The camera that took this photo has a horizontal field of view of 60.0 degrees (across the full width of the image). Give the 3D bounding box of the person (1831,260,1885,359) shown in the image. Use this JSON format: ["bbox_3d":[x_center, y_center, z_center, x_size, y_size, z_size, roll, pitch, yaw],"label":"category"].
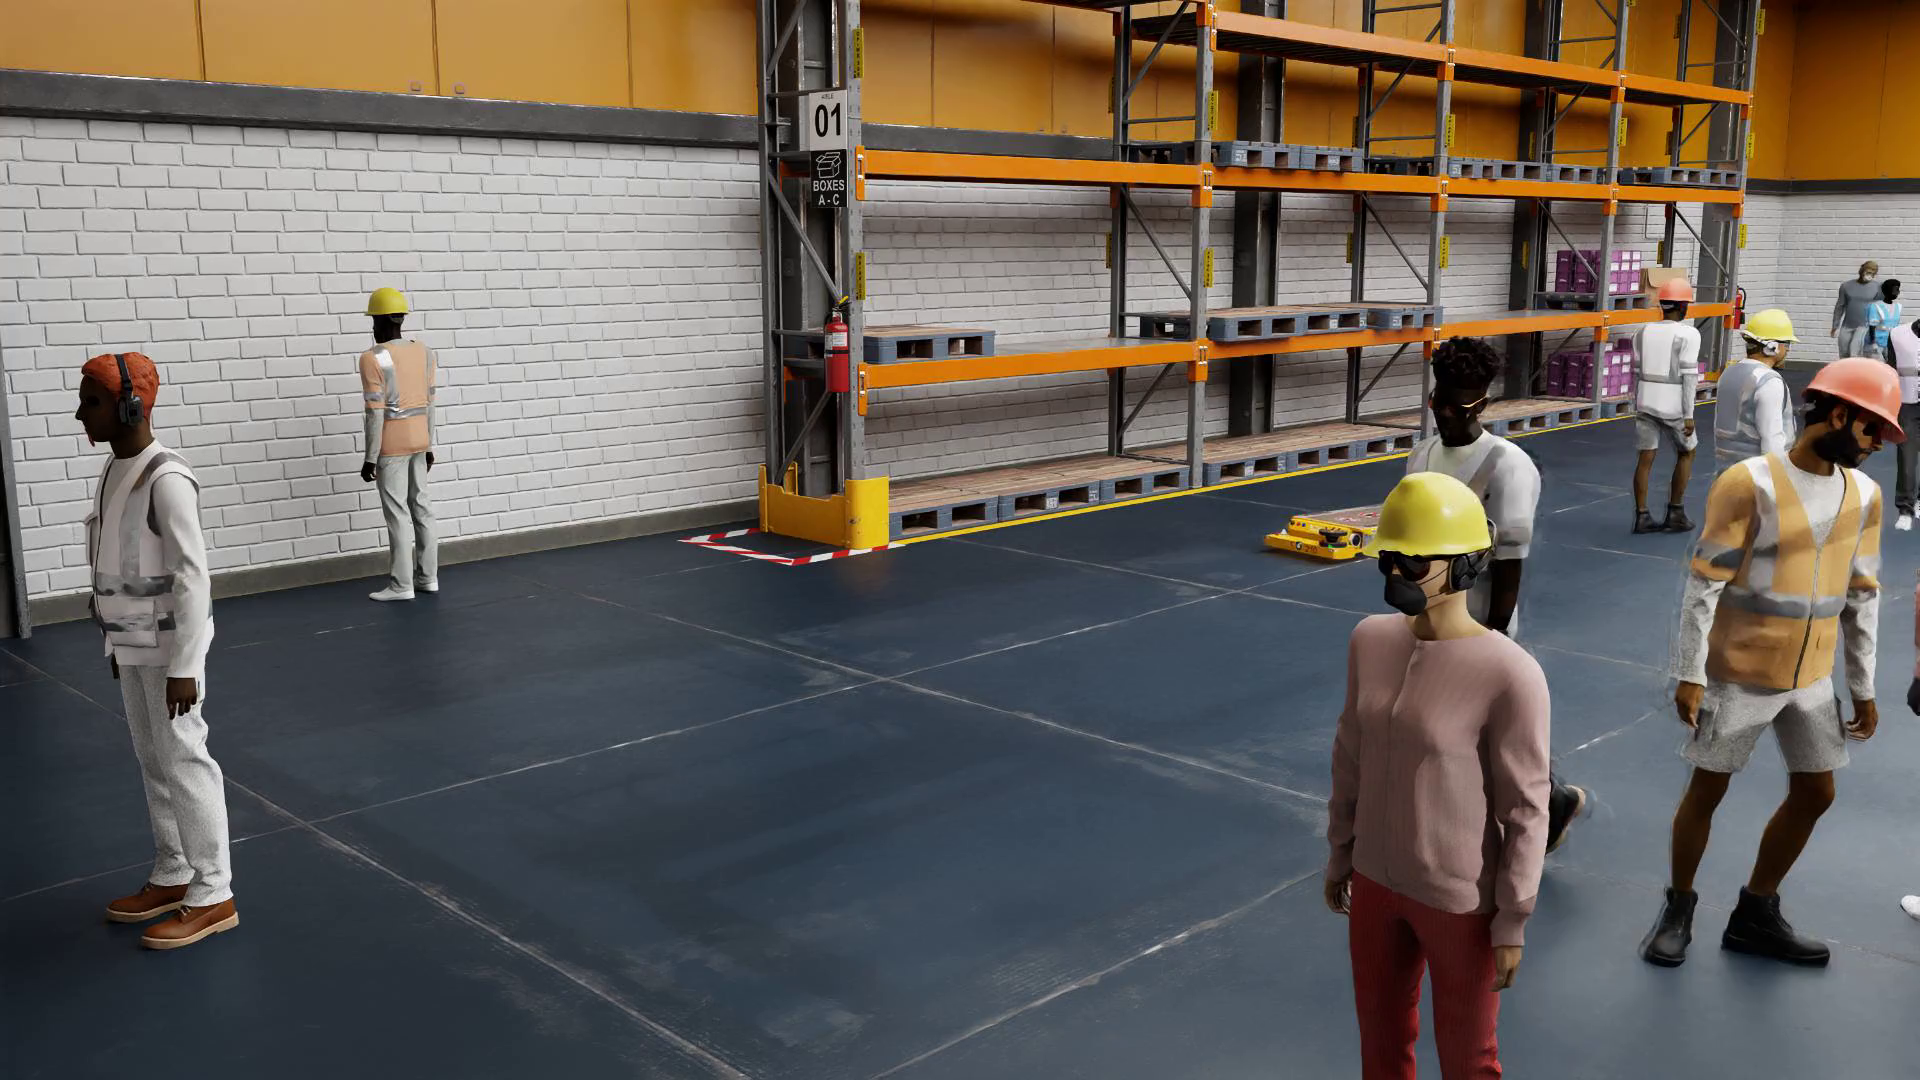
[{"bbox_3d":[12.652,-2.976,23.363,0.783,1.901,0.658,-8,13,-38],"label":"person"}]

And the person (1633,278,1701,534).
[{"bbox_3d":[5.369,-1.003,12.544,0.681,1.914,0.581,-7,12,-33],"label":"person"}]

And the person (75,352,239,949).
[{"bbox_3d":[-2.554,0.348,5.275,0.337,1.882,0.584,-10,14,-43],"label":"person"}]

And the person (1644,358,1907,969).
[{"bbox_3d":[2.439,0.395,5.027,0.626,1.888,0.439,-2,11,-8],"label":"person"}]

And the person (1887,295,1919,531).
[{"bbox_3d":[7.499,-1.050,12.914,0.607,1.885,0.953,7,12,32],"label":"person"}]

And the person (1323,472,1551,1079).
[{"bbox_3d":[0.964,0.733,3.497,0.319,1.767,0.534,-7,12,-32],"label":"person"}]

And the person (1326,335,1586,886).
[{"bbox_3d":[1.746,0.263,5.647,0.807,1.931,0.616,-4,11,-22],"label":"person"}]

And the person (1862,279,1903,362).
[{"bbox_3d":[11.974,-2.540,21.578,0.535,1.682,0.584,-2,11,-10],"label":"person"}]

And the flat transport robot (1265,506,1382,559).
[{"bbox_3d":[2.941,-0.077,11.992,1.431,0.197,0.652,-7,13,-35],"label":"flat transport robot"}]

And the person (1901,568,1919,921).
[{"bbox_3d":[3.253,0.378,5.107,0.638,1.887,0.620,-1,10,-5],"label":"person"}]

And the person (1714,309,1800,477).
[{"bbox_3d":[4.499,-0.387,9.432,0.404,1.827,0.600,0,10,-1],"label":"person"}]

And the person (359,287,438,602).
[{"bbox_3d":[-3.458,-0.582,10.226,0.366,1.926,0.593,4,11,22],"label":"person"}]
